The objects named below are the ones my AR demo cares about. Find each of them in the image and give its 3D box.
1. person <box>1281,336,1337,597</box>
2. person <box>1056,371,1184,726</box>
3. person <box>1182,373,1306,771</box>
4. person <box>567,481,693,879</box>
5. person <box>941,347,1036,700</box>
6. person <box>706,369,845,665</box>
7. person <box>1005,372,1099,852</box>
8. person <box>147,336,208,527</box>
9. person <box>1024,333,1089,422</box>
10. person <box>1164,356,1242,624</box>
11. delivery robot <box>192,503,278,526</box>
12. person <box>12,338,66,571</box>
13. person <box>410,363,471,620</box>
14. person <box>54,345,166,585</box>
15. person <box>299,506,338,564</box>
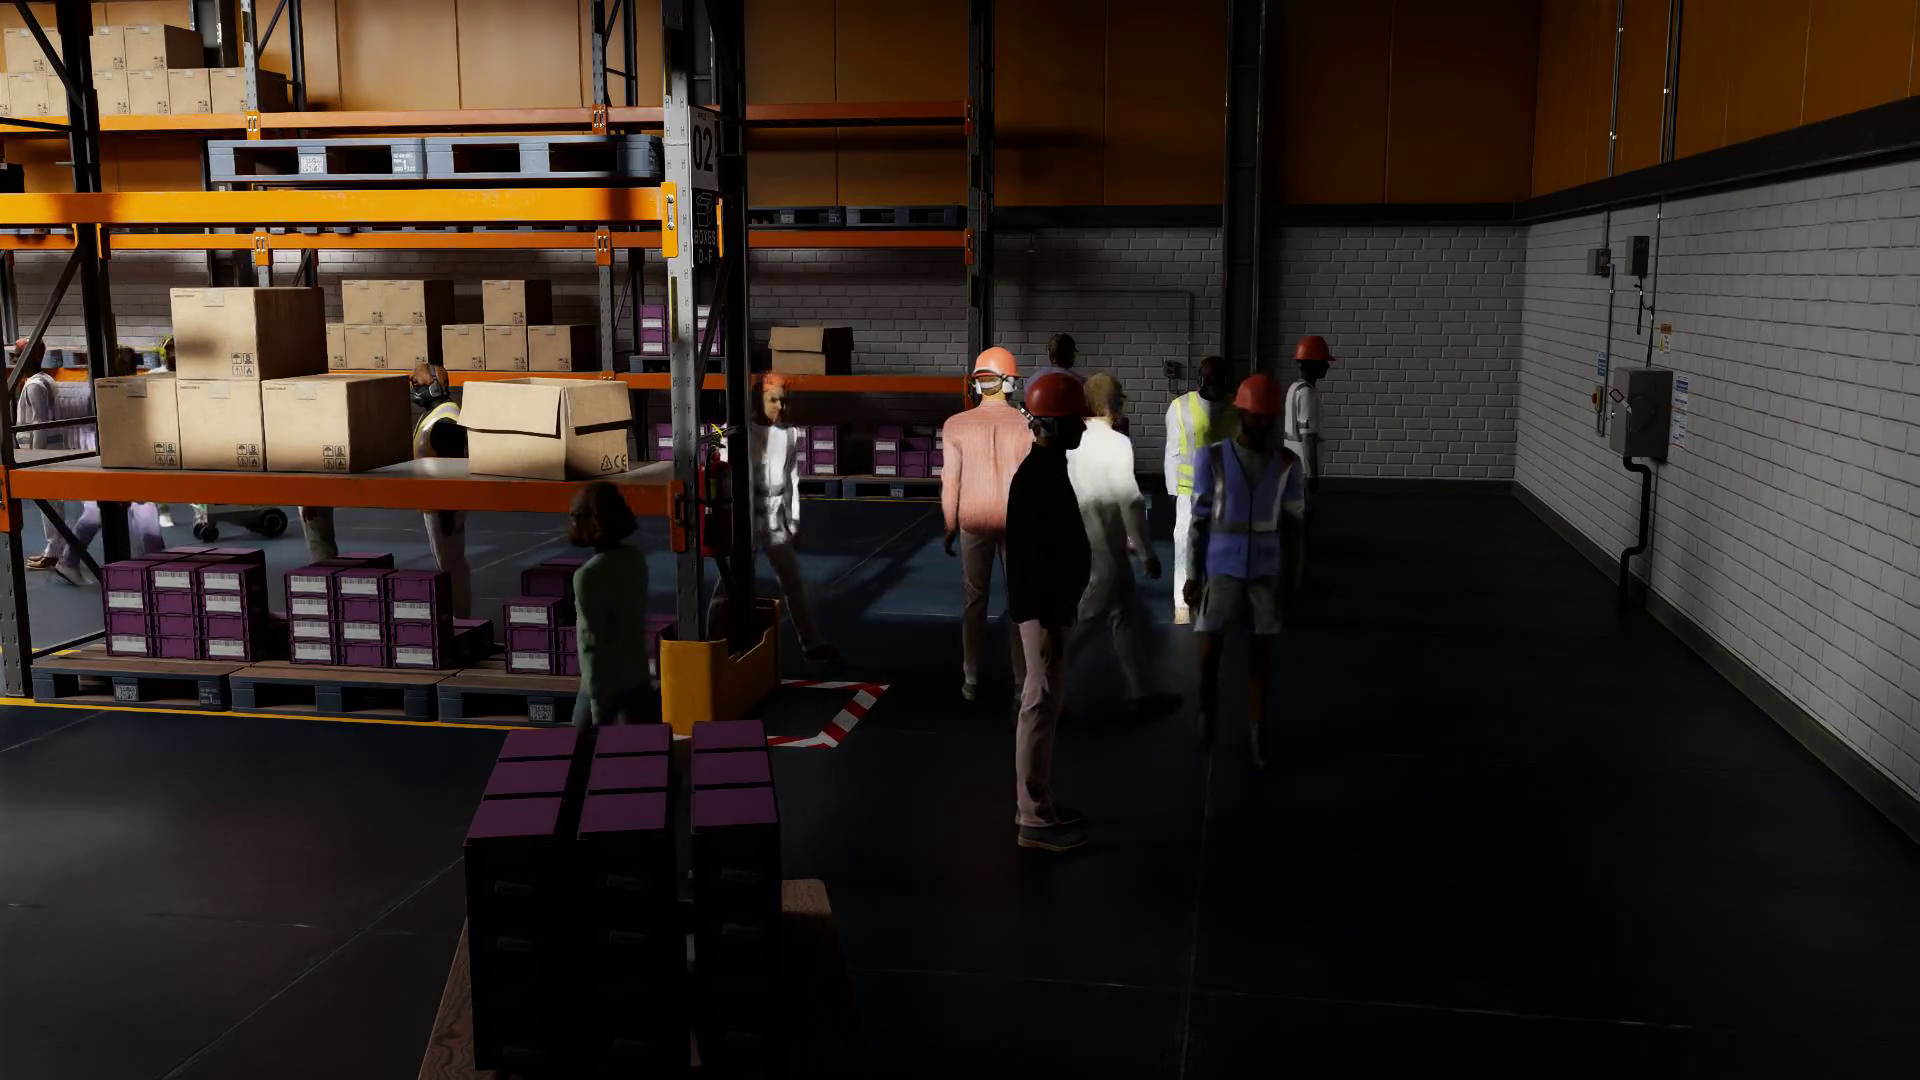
[{"bbox_3d":[2.601,-0.552,12.426,0.362,1.938,0.545,0,9,0],"label":"person"},{"bbox_3d":[0.754,0.050,8.914,0.976,1.893,0.631,-2,9,-13],"label":"person"},{"bbox_3d":[1.388,0.143,8.143,0.603,1.924,0.554,0,9,-3],"label":"person"},{"bbox_3d":[-1.303,0.565,6.507,0.768,1.605,0.506,4,10,21],"label":"person"},{"bbox_3d":[0.204,-0.082,9.359,0.608,1.988,0.392,1,9,6],"label":"person"},{"bbox_3d":[-1.131,-0.104,9.969,0.747,1.852,0.540,-8,12,-42],"label":"person"},{"bbox_3d":[0.380,0.294,6.997,0.382,1.993,0.622,0,9,2],"label":"person"},{"bbox_3d":[-7.300,-0.982,15.501,0.999,1.807,0.517,9,13,43],"label":"person"},{"bbox_3d":[0.782,-0.644,12.997,0.630,1.940,0.372,8,12,42],"label":"person"},{"bbox_3d":[1.709,-0.338,11.399,0.623,1.844,0.429,-1,9,-6],"label":"person"},{"bbox_3d":[-6.555,-0.334,15.061,0.707,0.478,0.477,-7,12,-38],"label":"delivery robot"},{"bbox_3d":[-7.458,-0.695,13.486,0.352,1.883,0.579,-4,10,-24],"label":"person"},{"bbox_3d":[-3.338,-0.218,10.687,0.428,1.836,0.626,-4,10,-22],"label":"person"},{"bbox_3d":[-6.512,-0.564,12.752,0.981,1.863,0.622,1,9,9],"label":"person"},{"bbox_3d":[-4.458,-0.335,11.418,0.403,1.828,0.593,-3,10,-16],"label":"person"}]
